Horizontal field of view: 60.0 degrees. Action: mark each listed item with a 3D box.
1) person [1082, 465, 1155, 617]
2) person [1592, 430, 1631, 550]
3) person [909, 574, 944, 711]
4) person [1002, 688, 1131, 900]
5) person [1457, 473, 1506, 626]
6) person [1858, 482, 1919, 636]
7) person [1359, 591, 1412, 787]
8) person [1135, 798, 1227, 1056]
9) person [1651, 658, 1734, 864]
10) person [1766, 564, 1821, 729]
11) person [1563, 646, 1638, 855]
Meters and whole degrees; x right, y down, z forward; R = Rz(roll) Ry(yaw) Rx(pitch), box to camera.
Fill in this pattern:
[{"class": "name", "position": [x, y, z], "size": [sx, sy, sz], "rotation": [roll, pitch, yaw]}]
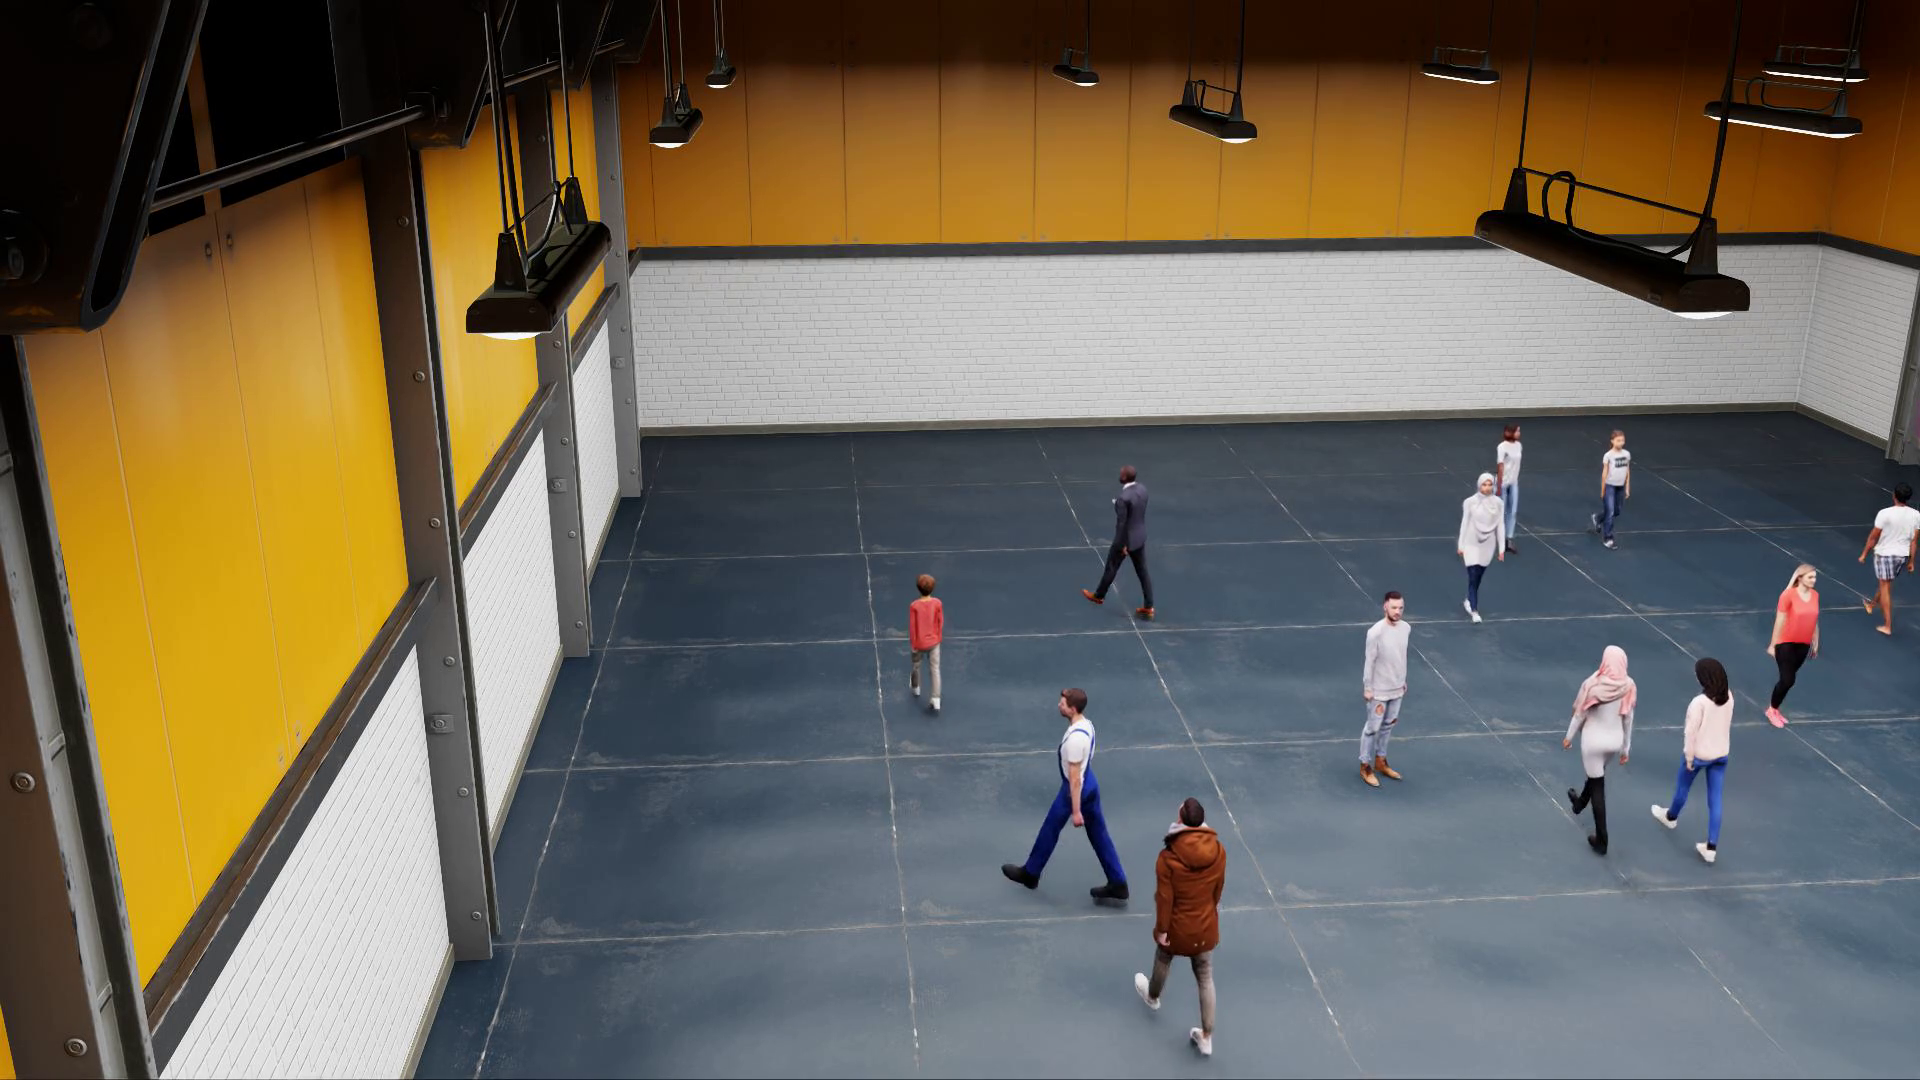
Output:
[{"class": "person", "position": [2.033, 0.043, 19.199], "size": [1.160, 1.776, 1.286], "rotation": [-17, 25, -41]}, {"class": "person", "position": [8.527, -0.704, 21.776], "size": [0.629, 1.546, 0.933], "rotation": [-4, 19, -13]}, {"class": "person", "position": [-0.314, 1.051, 16.817], "size": [0.598, 1.385, 0.969], "rotation": [-4, 19, -12]}, {"class": "person", "position": [1.017, 2.056, 13.187], "size": [1.088, 1.798, 1.306], "rotation": [7, 20, 19]}, {"class": "person", "position": [5.980, 0.073, 19.177], "size": [0.760, 1.733, 1.147], "rotation": [2, 19, 5]}, {"class": "person", "position": [10.525, 0.242, 18.745], "size": [0.723, 1.688, 1.100], "rotation": [0, 19, 0]}, {"class": "person", "position": [3.903, 1.326, 15.290], "size": [0.762, 1.840, 0.738], "rotation": [-11, 22, -30]}, {"class": "person", "position": [1.599, 2.678, 11.350], "size": [0.874, 1.791, 1.155], "rotation": [-6, 20, -18]}, {"class": "person", "position": [6.262, 1.863, 13.870], "size": [0.741, 1.729, 1.051], "rotation": [-2, 19, -7]}, {"class": "person", "position": [8.158, 1.017, 16.457], "size": [0.663, 1.679, 0.692], "rotation": [-5, 19, -15]}, {"class": "person", "position": [5.438, 1.792, 14.021], "size": [0.654, 1.766, 1.111], "rotation": [-2, 19, -7]}]
